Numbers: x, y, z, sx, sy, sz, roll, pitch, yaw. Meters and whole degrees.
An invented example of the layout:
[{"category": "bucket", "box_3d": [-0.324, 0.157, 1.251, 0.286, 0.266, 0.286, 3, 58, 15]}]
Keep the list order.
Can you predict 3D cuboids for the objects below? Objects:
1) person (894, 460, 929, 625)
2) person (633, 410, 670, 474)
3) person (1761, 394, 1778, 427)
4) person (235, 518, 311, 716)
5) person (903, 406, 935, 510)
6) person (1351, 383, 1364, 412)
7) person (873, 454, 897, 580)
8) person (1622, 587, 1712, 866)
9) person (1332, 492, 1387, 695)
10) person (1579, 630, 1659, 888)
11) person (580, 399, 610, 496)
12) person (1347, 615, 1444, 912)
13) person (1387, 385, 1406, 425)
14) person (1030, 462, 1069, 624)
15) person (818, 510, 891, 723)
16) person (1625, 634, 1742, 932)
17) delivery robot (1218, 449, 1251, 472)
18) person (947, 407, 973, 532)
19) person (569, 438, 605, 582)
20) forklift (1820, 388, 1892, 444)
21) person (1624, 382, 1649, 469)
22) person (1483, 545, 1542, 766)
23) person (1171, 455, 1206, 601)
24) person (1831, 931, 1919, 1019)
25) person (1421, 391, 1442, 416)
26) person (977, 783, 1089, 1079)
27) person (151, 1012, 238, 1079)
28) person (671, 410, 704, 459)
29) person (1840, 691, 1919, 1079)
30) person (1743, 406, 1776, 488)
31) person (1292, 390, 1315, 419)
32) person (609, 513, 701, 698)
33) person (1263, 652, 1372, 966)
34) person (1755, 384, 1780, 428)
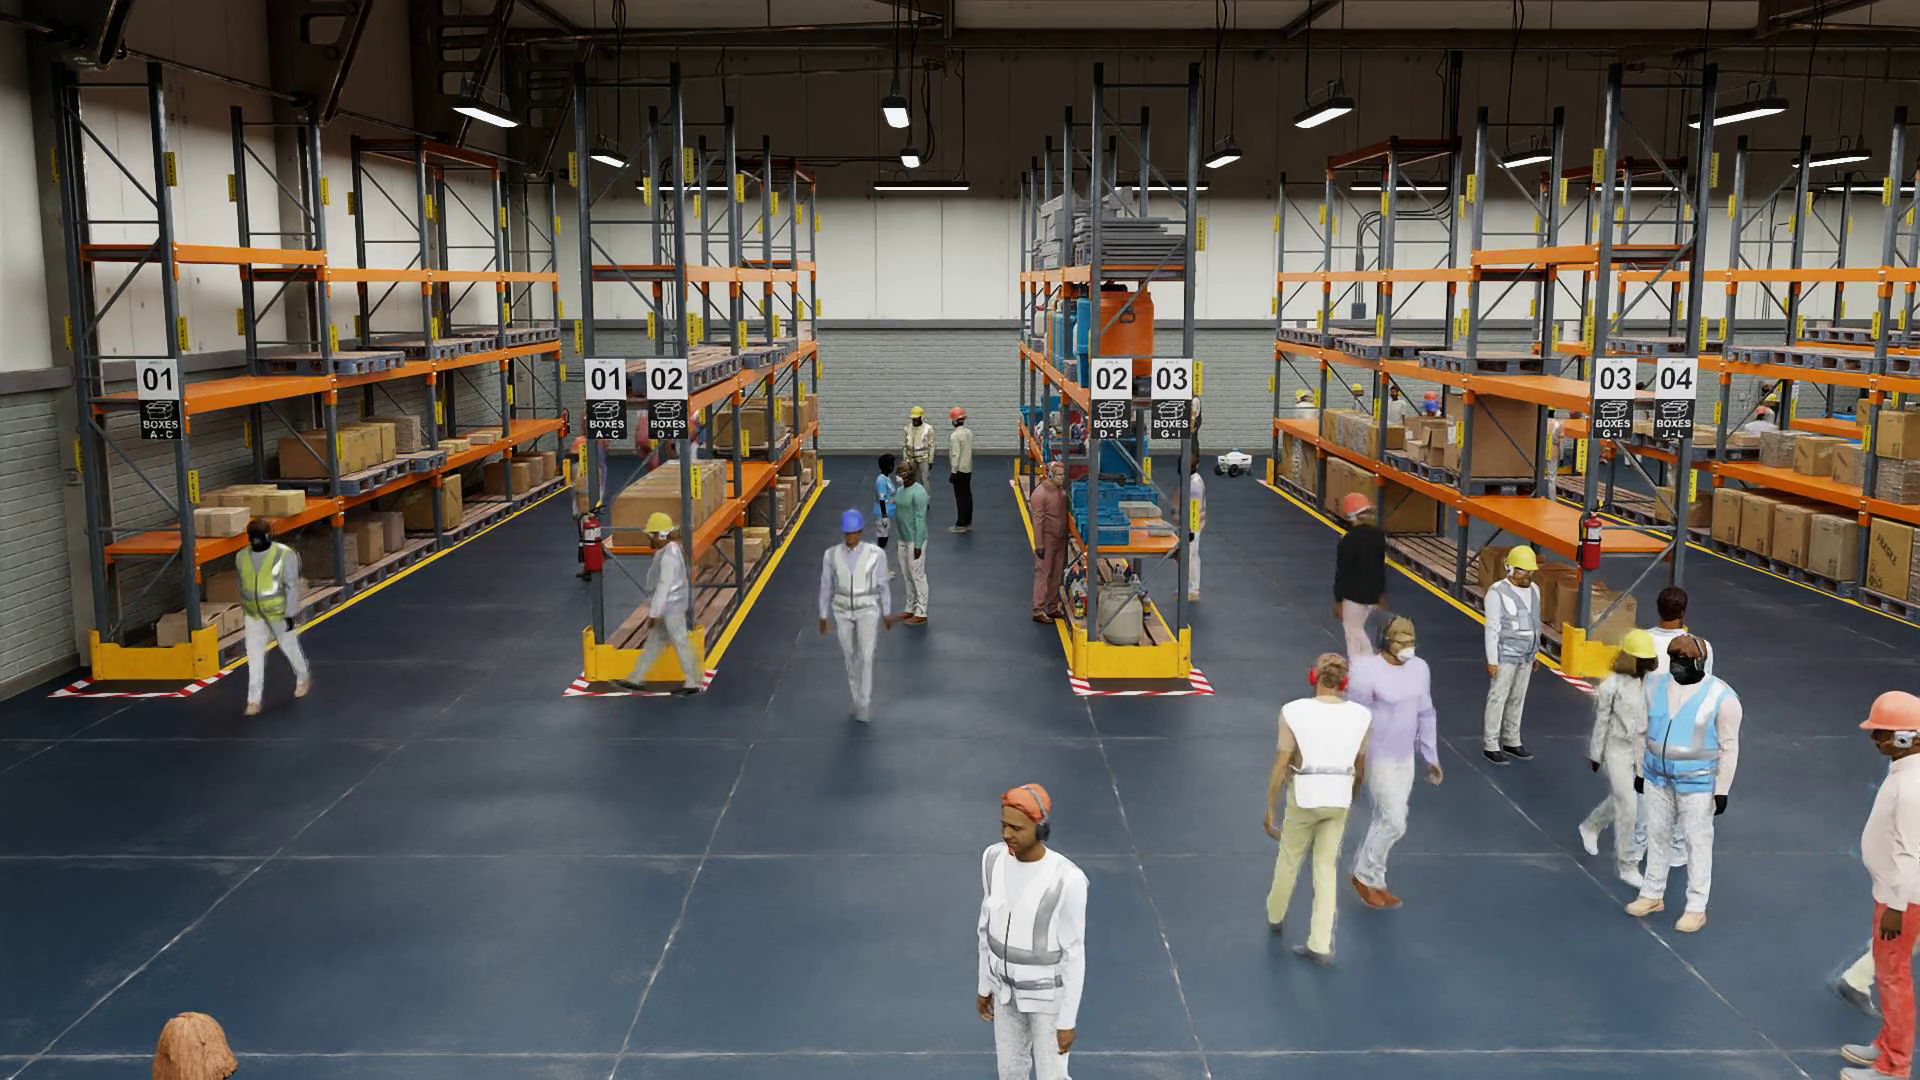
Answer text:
[{"category": "person", "box_3d": [-0.572, 0.025, 19.364, 0.379, 1.932, 0.622, -5, 10, -29]}, {"category": "person", "box_3d": [-5.658, -1.758, 30.450, 0.694, 2.000, 0.535, 4, 10, 24]}, {"category": "person", "box_3d": [16.300, -2.090, 33.585, 0.325, 1.732, 0.489, 0, 9, -2]}, {"category": "person", "box_3d": [-6.460, 0.673, 15.614, 0.636, 1.806, 0.941, 0, 9, 3]}, {"category": "person", "box_3d": [-0.733, -1.420, 28.990, 0.596, 1.825, 0.404, 4, 10, 23]}, {"category": "person", "box_3d": [8.796, -2.603, 36.883, 0.319, 1.737, 0.486, 4, 10, 24]}, {"category": "person", "box_3d": [-1.002, -0.317, 22.296, 0.319, 1.693, 0.532, 0, 9, 2]}, {"category": "person", "box_3d": [4.809, 1.270, 11.366, 0.587, 1.920, 0.394, 6, 11, 35]}, {"category": "person", "box_3d": [3.796, 0.528, 15.930, 0.629, 1.975, 0.435, -6, 11, -36]}, {"category": "person", "box_3d": [4.446, 1.403, 11.210, 0.488, 1.706, 0.789, -3, 9, -18]}, {"category": "person", "box_3d": [-6.776, -1.793, 30.844, 0.611, 1.990, 0.392, 4, 10, 23]}, {"category": "person", "box_3d": [2.732, 1.407, 10.505, 0.623, 1.918, 0.478, -7, 11, -37]}, {"category": "person", "box_3d": [8.969, -2.273, 34.362, 0.510, 1.862, 0.323, 8, 12, 43]}, {"category": "person", "box_3d": [1.085, 0.023, 19.480, 0.401, 1.895, 0.655, 6, 11, 33]}, {"category": "person", "box_3d": [-0.983, 0.695, 15.053, 0.652, 1.915, 0.880, 2, 9, 10]}, {"category": "person", "box_3d": [4.442, 1.480, 10.261, 0.429, 1.841, 0.634, -6, 11, -36]}, {"category": "delivery robot", "box_3d": [5.631, -1.628, 34.075, 0.707, 0.478, 0.477, -6, 11, -34]}, {"category": "person", "box_3d": [-0.003, -1.117, 26.487, 0.392, 1.991, 0.613, 4, 10, 26]}, {"category": "person", "box_3d": [-4.993, -0.395, 22.124, 0.640, 1.915, 0.561, 7, 12, 40]}, {"category": "forklift", "box_3d": [20.072, -3.110, 36.462, 1.873, 2.768, 1.129, 0, 9, 0]}, {"category": "person", "box_3d": [14.410, -2.433, 35.403, 0.524, 1.856, 0.341, 7, 11, 36]}, {"category": "person", "box_3d": [4.583, 0.943, 13.753, 0.599, 1.827, 0.403, -6, 10, -32]}, {"category": "person", "box_3d": [2.853, -0.162, 20.830, 0.429, 1.839, 0.634, 0, 9, 0]}, {"category": "person", "box_3d": [5.129, 1.748, 8.694, 0.957, 1.798, 0.556, 7, 11, 36]}, {"category": "person", "box_3d": [8.817, -1.834, 31.263, 0.545, 1.942, 0.352, -7, 11, -36]}, {"category": "person", "box_3d": [0.296, 1.951, 7.113, 0.573, 1.880, 0.359, 9, 12, 44]}, {"category": "person", "box_3d": [-2.449, 2.338, 5.456, 0.500, 1.628, 0.296, -8, 12, -42]}, {"category": "person", "box_3d": [-5.275, -1.913, 32.136, 0.632, 1.827, 0.476, 1, 9, 5]}, {"category": "person", "box_3d": [4.626, 1.725, 8.243, 0.410, 1.980, 0.627, 4, 10, 26]}, {"category": "person", "box_3d": [14.669, -1.613, 30.589, 0.582, 1.704, 0.924, 2, 9, 13]}, {"category": "person", "box_3d": [6.928, -2.172, 33.938, 0.626, 1.785, 0.726, -5, 10, -30]}, {"category": "person", "box_3d": [-2.918, 0.640, 15.807, 0.918, 1.785, 0.614, -2, 9, -15]}, {"category": "person", "box_3d": [2.082, 1.560, 9.893, 0.668, 1.792, 0.830, -1, 9, -9]}, {"category": "person", "box_3d": [16.978, -2.365, 35.037, 0.429, 1.837, 0.627, 0, 9, 1]}]
